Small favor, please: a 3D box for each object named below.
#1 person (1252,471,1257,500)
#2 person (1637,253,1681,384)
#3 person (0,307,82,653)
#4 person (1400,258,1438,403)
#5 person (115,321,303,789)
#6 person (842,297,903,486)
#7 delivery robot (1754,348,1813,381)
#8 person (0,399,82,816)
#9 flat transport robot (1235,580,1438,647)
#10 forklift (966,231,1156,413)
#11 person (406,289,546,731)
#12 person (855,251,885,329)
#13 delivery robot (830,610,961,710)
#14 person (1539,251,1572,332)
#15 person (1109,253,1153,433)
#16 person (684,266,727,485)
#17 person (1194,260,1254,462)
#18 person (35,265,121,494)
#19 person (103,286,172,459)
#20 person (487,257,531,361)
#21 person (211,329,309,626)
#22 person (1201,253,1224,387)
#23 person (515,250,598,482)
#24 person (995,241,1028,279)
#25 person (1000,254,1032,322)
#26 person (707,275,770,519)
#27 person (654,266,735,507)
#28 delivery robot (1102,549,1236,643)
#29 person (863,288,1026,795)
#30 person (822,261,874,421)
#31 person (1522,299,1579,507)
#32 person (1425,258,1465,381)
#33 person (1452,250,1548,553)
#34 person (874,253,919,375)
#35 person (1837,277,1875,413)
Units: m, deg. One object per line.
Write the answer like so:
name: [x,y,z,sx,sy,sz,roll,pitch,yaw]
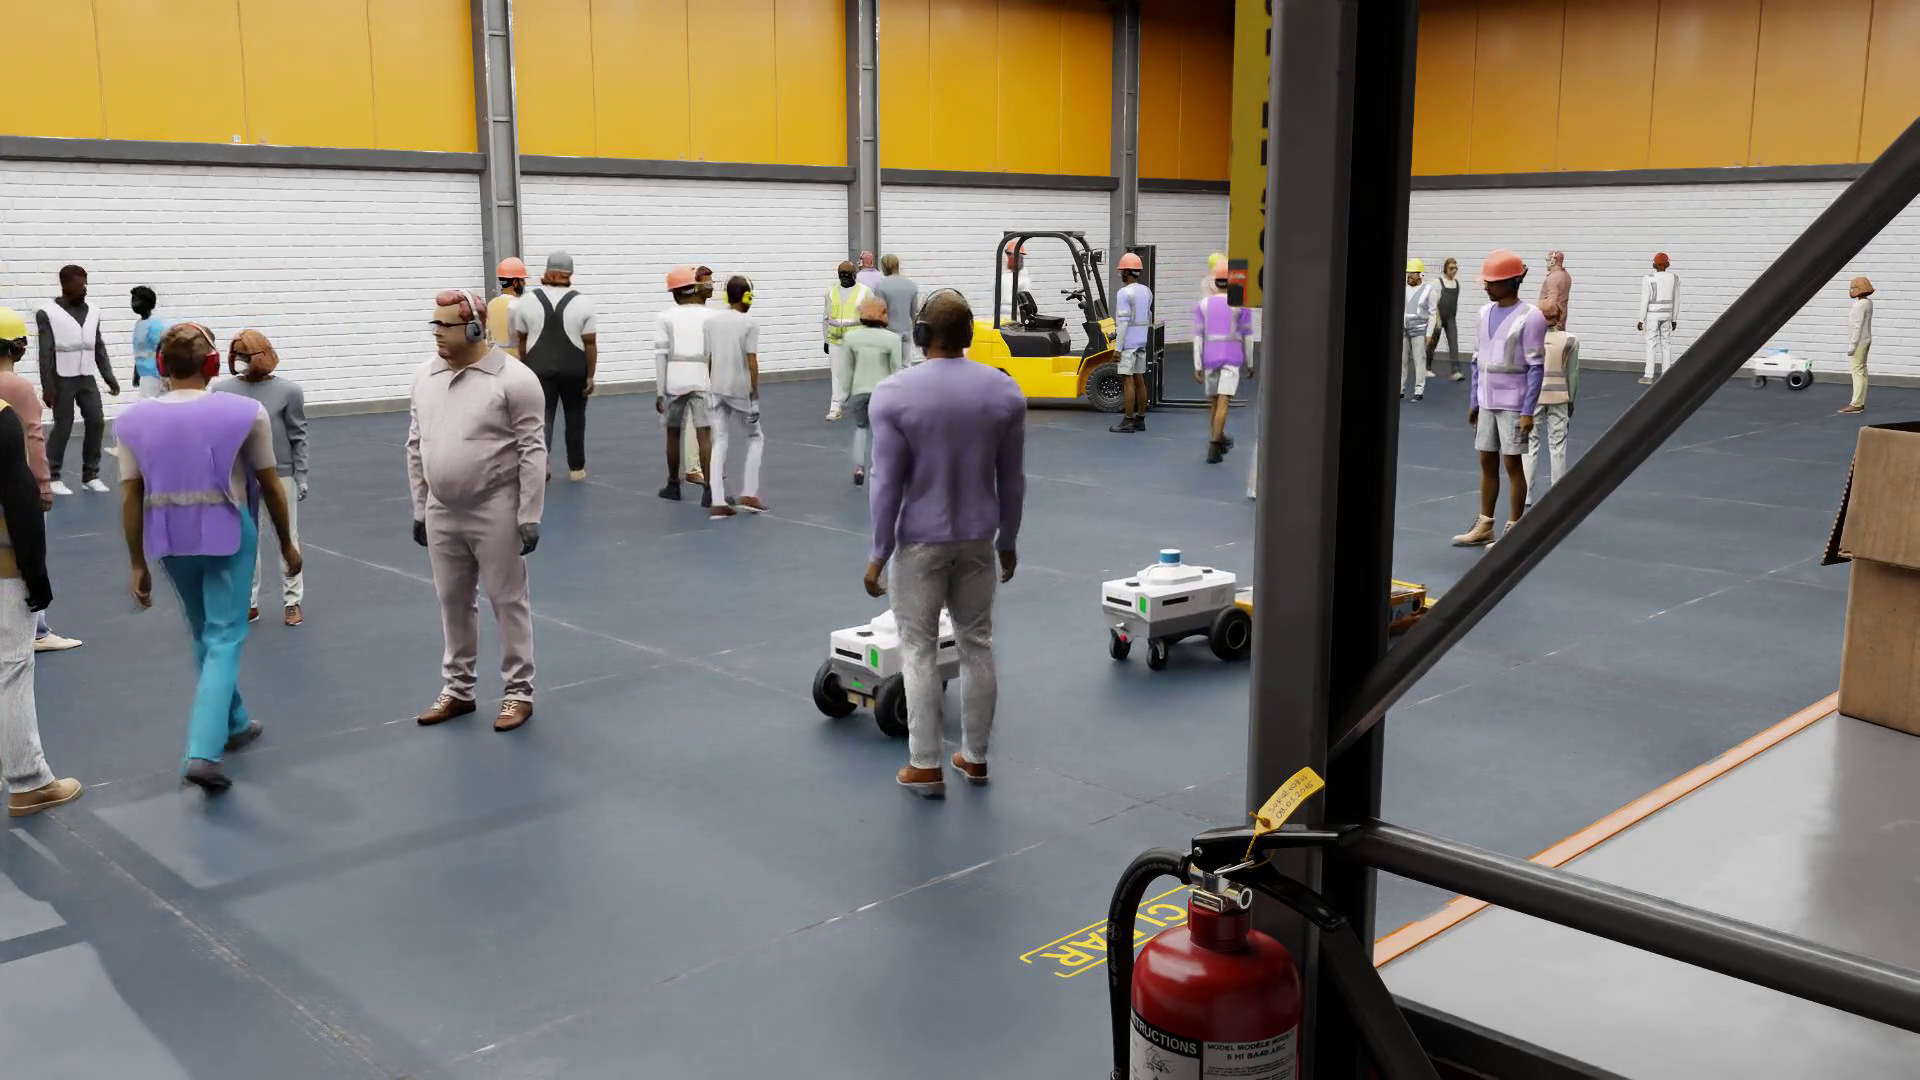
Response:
person: [2.722,-1.064,13.149,0.864,1.586,0.546,5,11,25]
person: [10.033,-3.176,23.894,0.583,1.881,0.337,-1,10,-6]
person: [-4.827,-0.300,8.524,0.530,1.772,0.300,7,12,32]
person: [5.789,-2.676,21.301,0.588,1.835,0.403,10,14,42]
person: [-2.978,0.049,6.554,0.591,1.803,0.965,0,10,-3]
person: [-0.723,-1.215,13.913,0.531,1.618,0.359,2,11,12]
delivery robot: [11.462,-2.426,23.171,0.707,0.478,0.477,8,13,36]
person: [-3.620,0.108,6.118,0.621,1.838,0.429,2,11,9]
flat transport robot: [1.960,0.367,8.972,1.431,0.197,0.652,-8,13,-38]
forklift: [1.222,-2.721,20.561,2.313,2.155,1.214,2,11,13]
person: [-2.105,-0.121,7.179,0.644,1.904,0.399,3,11,18]
person: [-1.307,-3.068,23.241,0.643,1.909,0.399,-10,14,-44]
delivery robot: [-0.223,0.474,7.359,0.707,0.478,0.477,-10,14,-43]
person: [8.495,-3.182,23.862,0.399,1.908,0.642,8,13,38]
person: [1.838,-2.125,18.014,0.357,1.938,0.542,8,13,38]
person: [-2.219,-1.417,14.332,0.328,1.873,0.519,2,11,10]
person: [2.513,-1.706,15.880,0.543,1.894,1.011,6,12,28]
person: [-7.357,-1.322,13.823,0.540,1.879,0.634,4,11,18]
person: [-7.698,-1.573,15.757,0.888,1.644,0.549,-9,13,-39]
person: [-3.891,-1.494,14.572,0.545,1.938,0.359,8,13,37]
person: [-3.806,-0.333,9.072,0.501,1.632,0.285,-1,10,-6]
person: [3.633,-3.081,23.398,0.655,1.880,0.401,-8,13,-38]
person: [-3.442,-1.490,14.270,0.691,2.000,0.735,-1,10,-5]
person: [0.798,-3.436,24.880,0.609,2.040,0.395,10,14,43]
person: [0.797,-3.150,23.822,0.581,1.853,0.720,4,11,23]
person: [-1.721,-1.087,12.661,0.559,1.826,0.664,5,11,24]
person: [-2.117,-1.218,13.248,0.609,1.892,0.699,-2,11,-11]
delivery robot: [1.049,0.291,8.356,0.707,0.478,0.477,-8,13,-38]
person: [-0.059,0.015,6.380,0.666,1.936,0.380,-4,11,-22]
person: [-1.298,-2.289,19.190,0.622,1.838,0.429,3,11,14]
person: [4.589,-1.070,13.086,0.515,1.636,0.314,1,10,7]
person: [7.188,-3.266,24.654,0.505,1.799,0.991,-3,11,-14]
person: [3.626,-0.918,11.172,0.404,2.034,0.609,-4,11,-22]
person: [-0.710,-2.463,19.901,0.678,1.925,0.583,-9,14,-42]
person: [10.837,-2.351,20.075,0.282,1.633,0.498,9,14,41]
